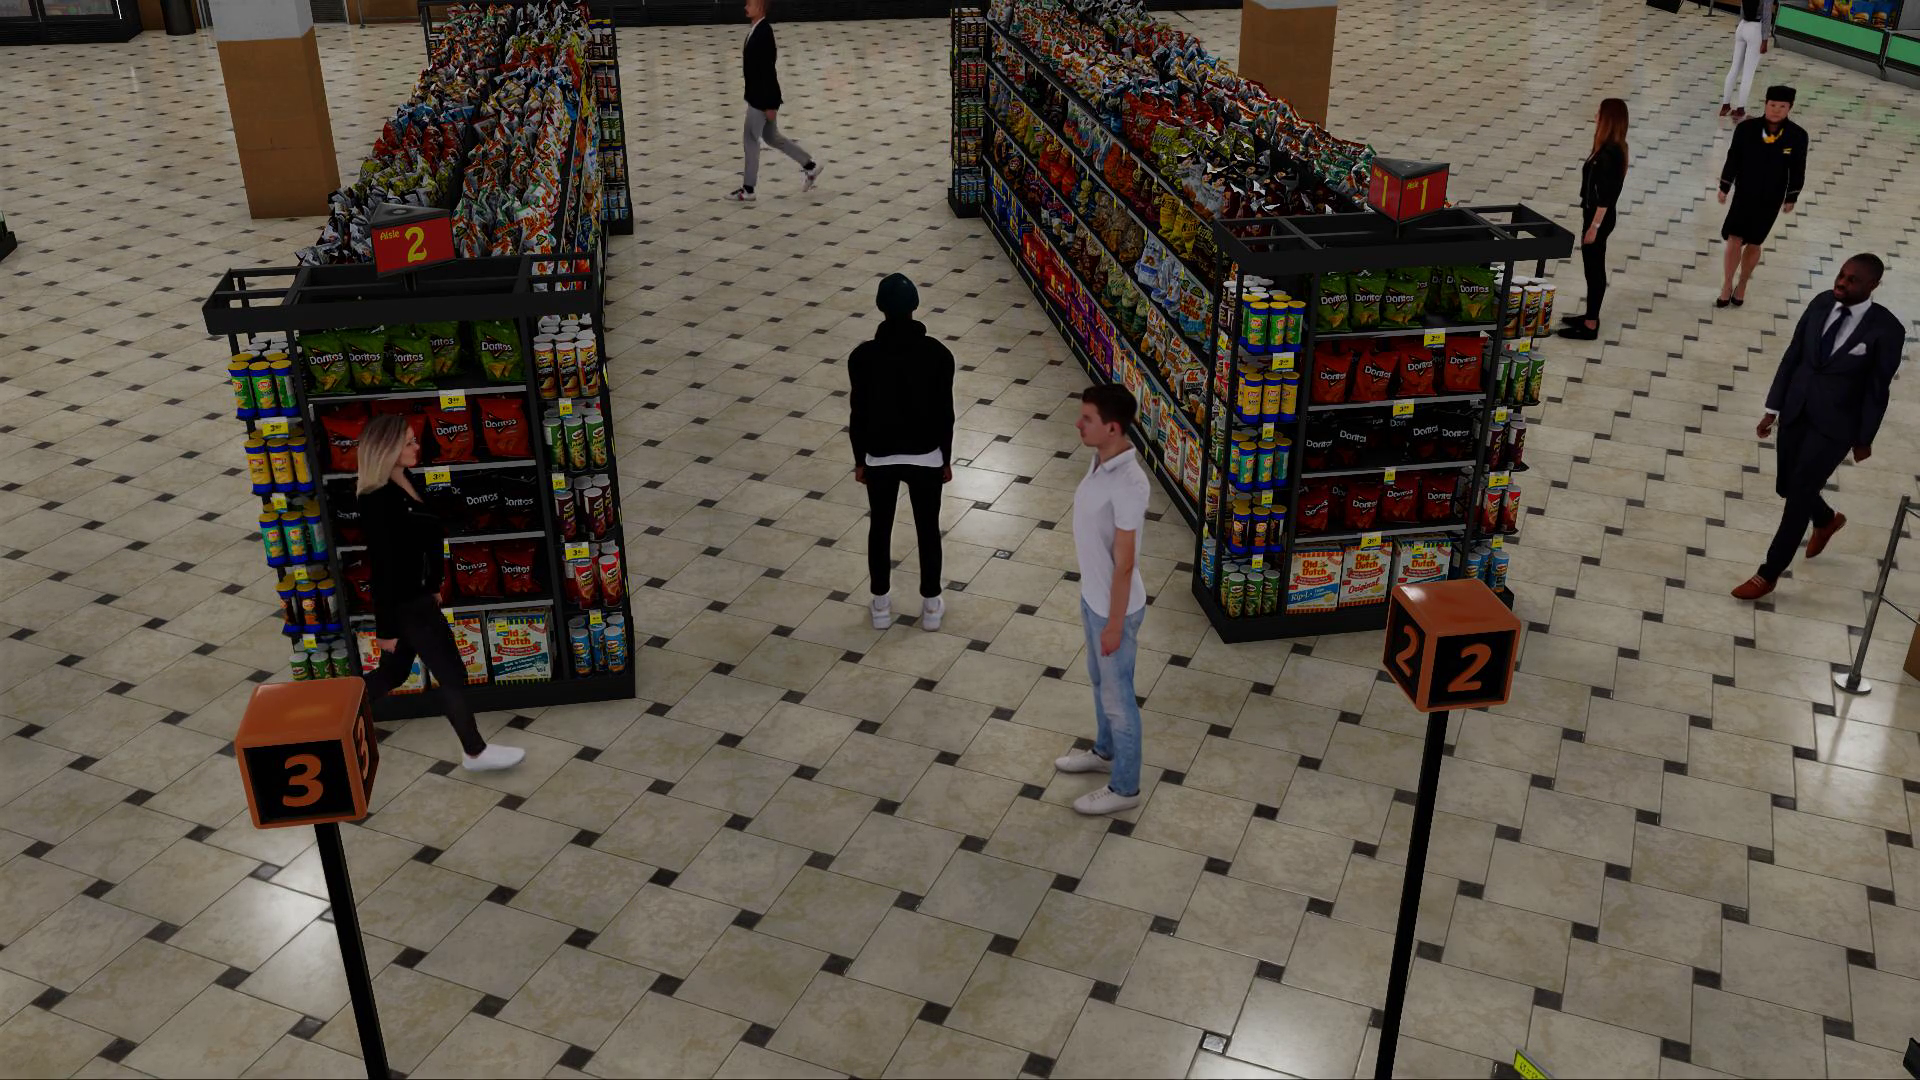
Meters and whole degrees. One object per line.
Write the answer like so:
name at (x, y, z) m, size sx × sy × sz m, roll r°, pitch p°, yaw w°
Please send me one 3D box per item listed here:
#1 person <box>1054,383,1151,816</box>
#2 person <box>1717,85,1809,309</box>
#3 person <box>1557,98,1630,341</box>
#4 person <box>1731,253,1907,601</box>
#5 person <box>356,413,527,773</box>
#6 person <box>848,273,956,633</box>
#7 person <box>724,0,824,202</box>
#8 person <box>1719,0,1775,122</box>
person at (0.621, 0.238, 6.730) m, size 0.699 × 1.851 × 0.467 m, roll -4°, pitch 27°, yaw -8°
person at (6.004, -2.580, 12.495) m, size 0.868 × 1.662 × 0.912 m, roll 14°, pitch 30°, yaw 25°
person at (4.571, -2.285, 11.860) m, size 0.754 × 1.709 × 0.658 m, roll 12°, pitch 29°, yaw 22°
person at (4.392, -0.589, 8.420) m, size 0.964 × 1.796 × 1.142 m, roll -13°, pitch 29°, yaw -23°
person at (-2.382, 0.286, 6.858) m, size 0.673 × 1.648 × 1.037 m, roll -5°, pitch 27°, yaw -9°
person at (-0.274, -0.409, 8.041) m, size 0.708 × 1.818 × 0.650 m, roll 1°, pitch 27°, yaw 1°
person at (-1.694, -4.032, 15.066) m, size 0.757 × 1.926 × 1.091 m, roll -5°, pitch 27°, yaw -10°
person at (8.624, -5.479, 18.141) m, size 0.655 × 1.725 × 0.473 m, roll -6°, pitch 28°, yaw -12°
